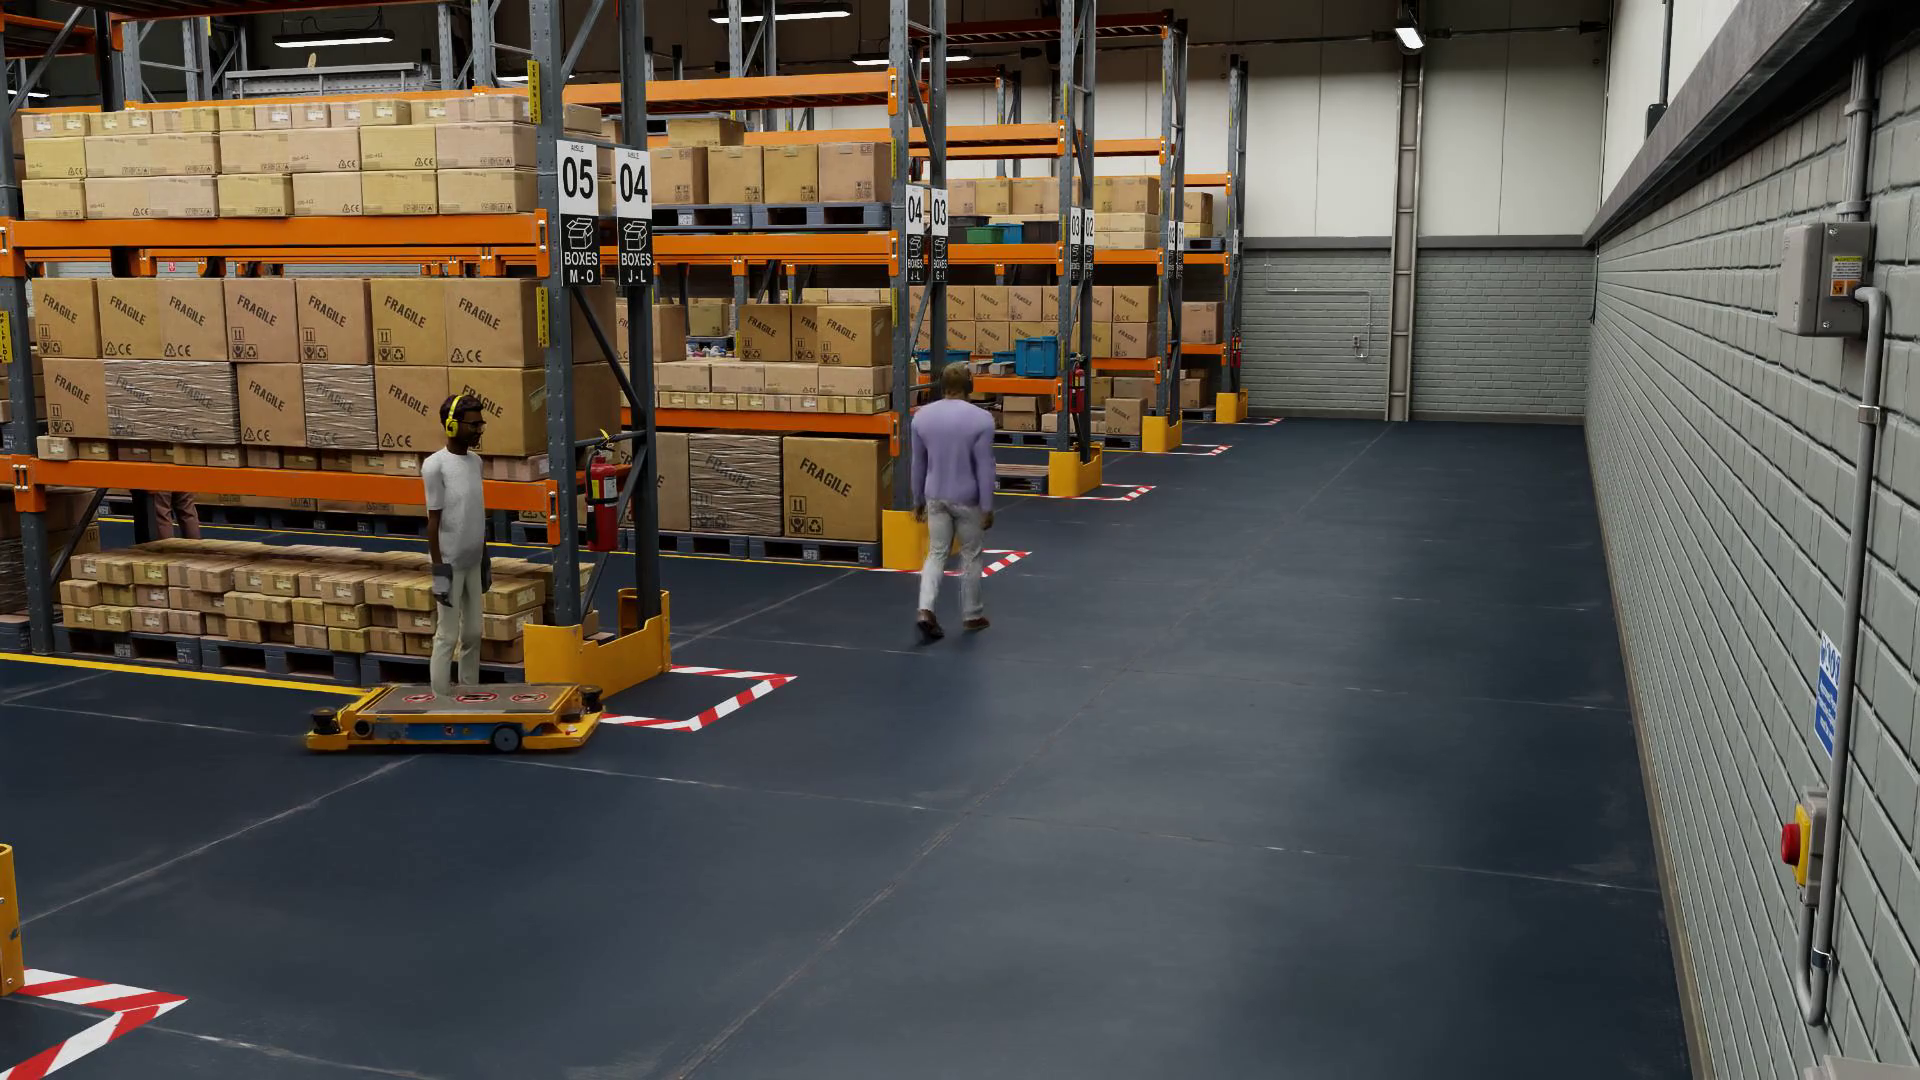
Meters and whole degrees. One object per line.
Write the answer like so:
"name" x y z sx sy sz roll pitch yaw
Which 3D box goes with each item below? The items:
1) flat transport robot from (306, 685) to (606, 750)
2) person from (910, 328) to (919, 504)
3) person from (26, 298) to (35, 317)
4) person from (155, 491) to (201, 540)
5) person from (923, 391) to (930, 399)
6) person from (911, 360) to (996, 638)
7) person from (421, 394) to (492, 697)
"flat transport robot" -2.684 0.942 8.950 1.431 0.197 0.652 0 9 -1
"person" -0.606 -1.362 18.155 0.373 1.935 0.628 2 9 13
"person" -20.902 -4.450 37.251 0.394 1.989 0.616 5 10 28
"person" -6.503 -0.614 13.573 0.407 1.906 0.655 4 10 22
"person" -0.519 -2.703 26.256 0.889 2.020 0.604 4 10 22
"person" -0.054 -0.271 11.408 0.645 1.917 0.793 4 10 25
"person" -2.696 0.144 8.996 0.331 1.860 0.512 3 10 18
